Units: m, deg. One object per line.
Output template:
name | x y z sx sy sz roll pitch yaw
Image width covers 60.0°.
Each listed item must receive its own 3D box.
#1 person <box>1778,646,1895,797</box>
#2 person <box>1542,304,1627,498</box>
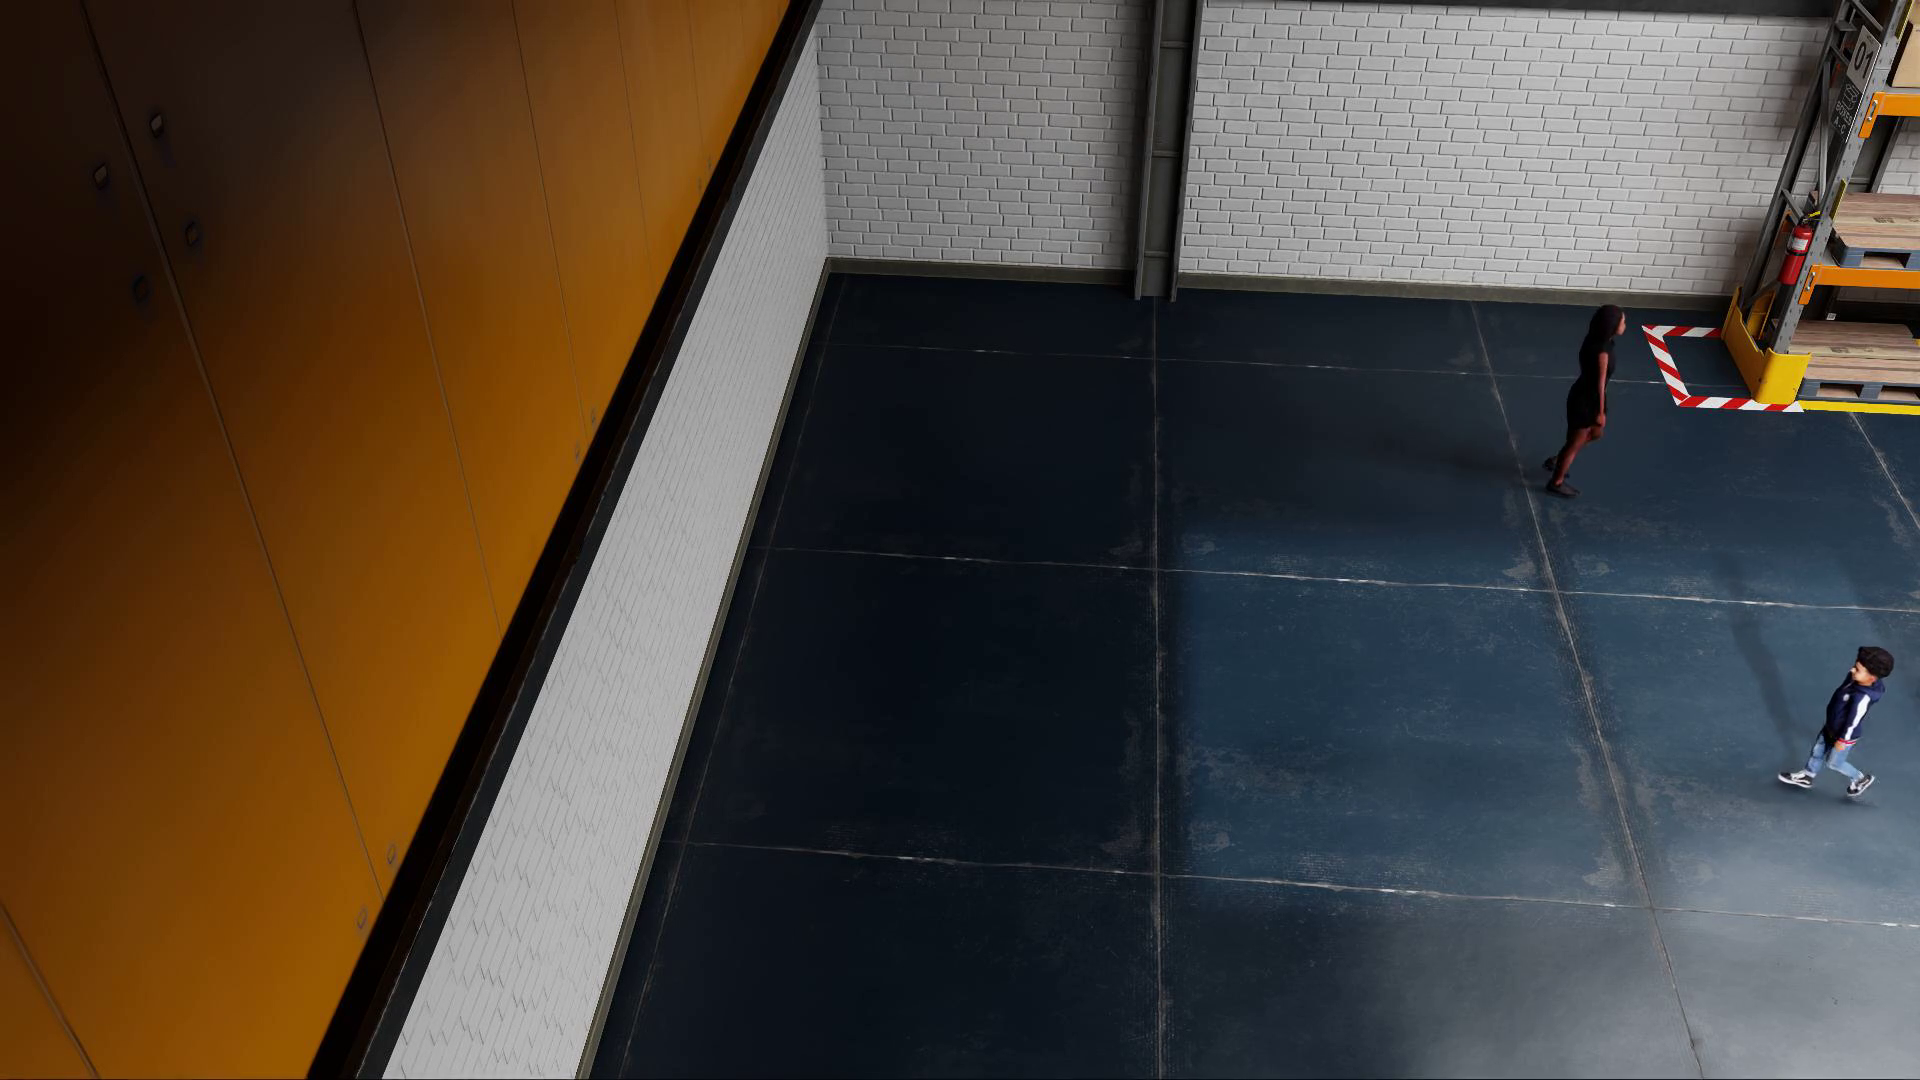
person | 5.658 1.178 10.548 0.780 1.209 0.587 10 40 12
person | 4.785 -1.072 12.952 0.693 1.725 0.669 13 40 16
